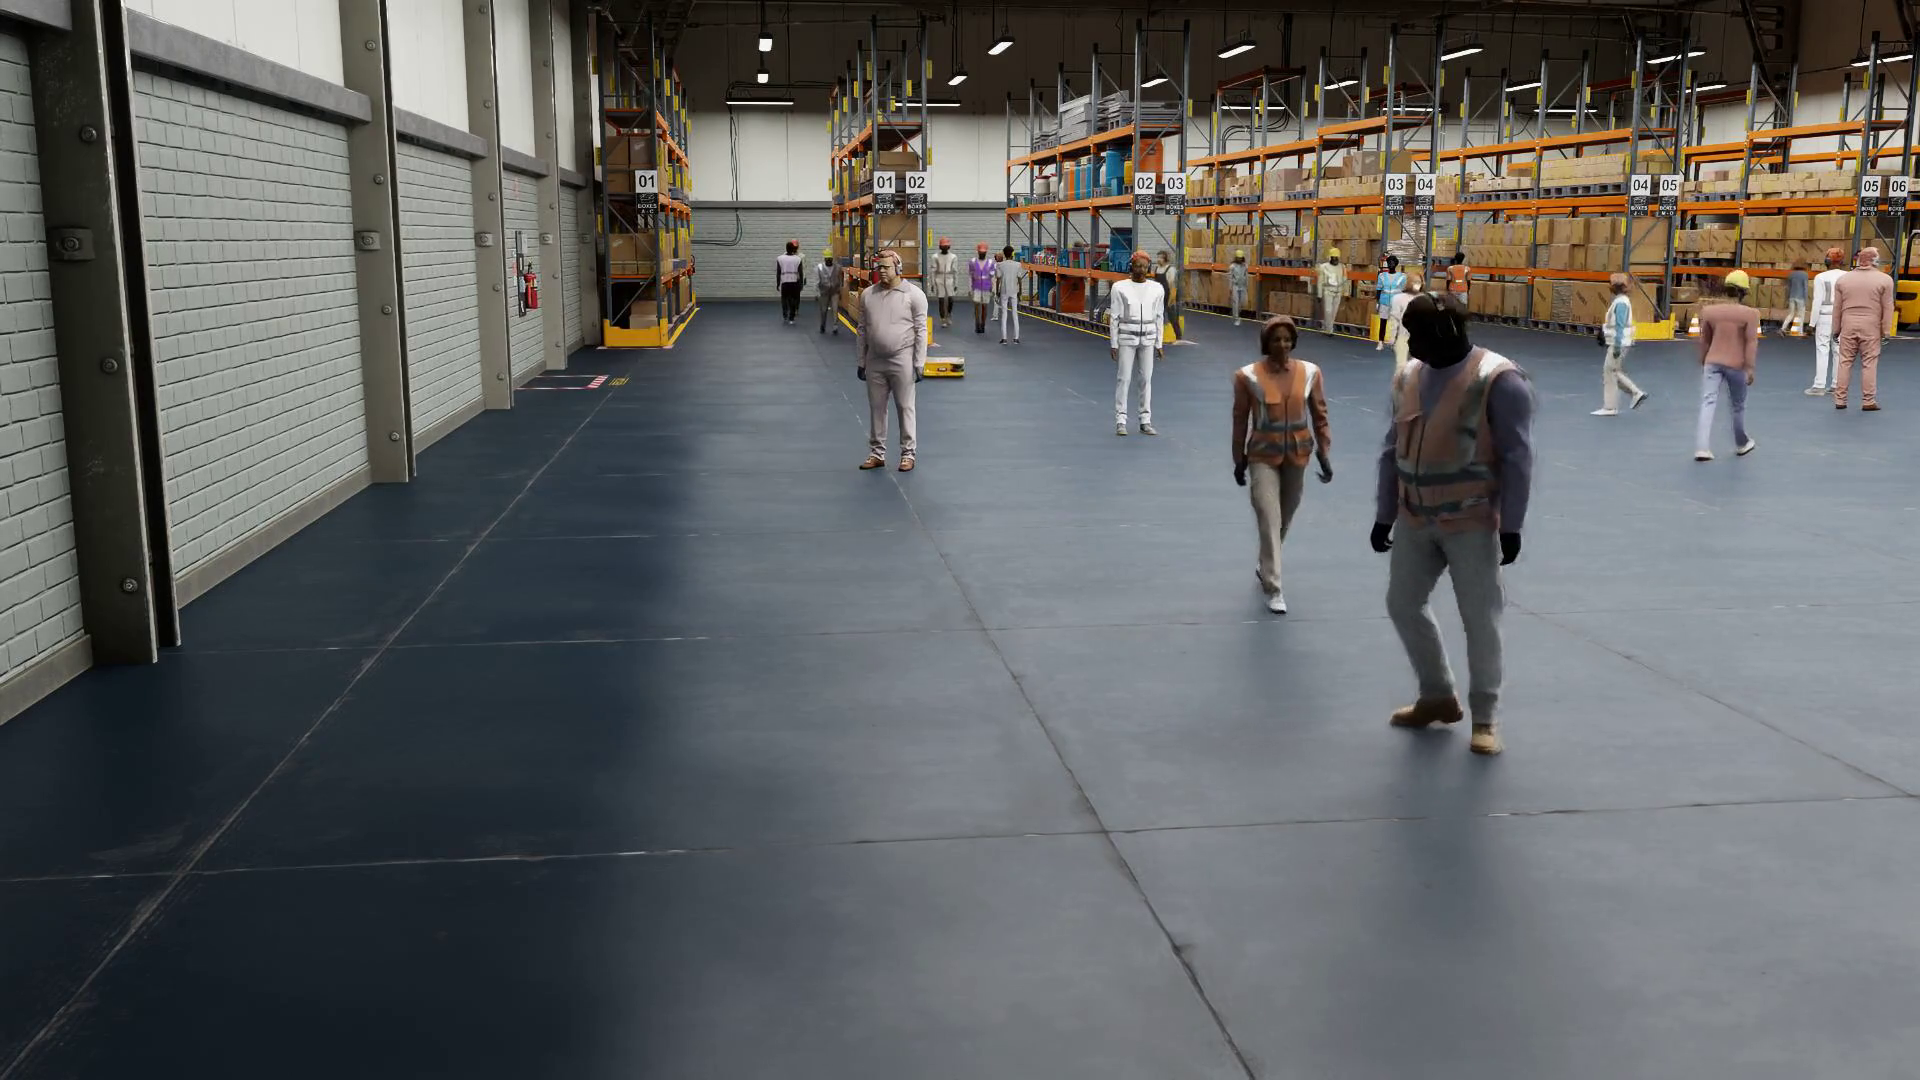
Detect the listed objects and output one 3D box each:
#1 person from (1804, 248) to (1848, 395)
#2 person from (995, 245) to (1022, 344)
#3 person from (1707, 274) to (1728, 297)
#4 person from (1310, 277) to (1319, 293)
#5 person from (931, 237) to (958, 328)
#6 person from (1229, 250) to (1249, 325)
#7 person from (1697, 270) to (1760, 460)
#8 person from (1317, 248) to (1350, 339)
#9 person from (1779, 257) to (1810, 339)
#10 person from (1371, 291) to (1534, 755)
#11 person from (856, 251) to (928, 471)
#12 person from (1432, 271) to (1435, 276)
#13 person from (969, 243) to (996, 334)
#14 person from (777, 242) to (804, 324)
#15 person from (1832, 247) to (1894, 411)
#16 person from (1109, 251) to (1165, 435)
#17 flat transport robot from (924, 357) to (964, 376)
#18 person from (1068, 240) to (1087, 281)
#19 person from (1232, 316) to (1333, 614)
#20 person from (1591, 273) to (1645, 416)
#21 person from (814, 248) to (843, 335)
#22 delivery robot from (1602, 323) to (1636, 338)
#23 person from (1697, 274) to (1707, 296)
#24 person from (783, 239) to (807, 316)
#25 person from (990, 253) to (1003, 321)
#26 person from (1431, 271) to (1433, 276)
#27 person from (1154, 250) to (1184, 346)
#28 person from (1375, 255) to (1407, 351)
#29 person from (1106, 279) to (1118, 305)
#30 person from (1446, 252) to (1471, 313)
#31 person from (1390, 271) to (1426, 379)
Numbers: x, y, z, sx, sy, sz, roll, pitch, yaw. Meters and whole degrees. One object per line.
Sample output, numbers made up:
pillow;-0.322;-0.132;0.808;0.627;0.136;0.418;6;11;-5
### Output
person;11.149;-2.789;21.317;0.572;1.883;0.354;-2;10;-10
person;0.922;-4.660;31.626;0.514;1.865;0.327;-1;10;-4
person;18.856;-6.426;41.262;0.650;1.884;0.787;-2;10;-9
person;9.046;-6.509;41.565;0.630;1.938;0.372;2;11;10
person;-0.343;-5.742;37.104;0.617;2.027;0.420;-1;10;-6
person;6.401;-5.777;38.114;0.501;1.727;0.358;-3;11;-16
person;7.020;-1.593;15.192;0.898;1.711;0.545;-10;14;-43
person;7.454;-4.872;32.983;0.594;1.798;0.803;-3;11;-17
person;16.617;-4.786;32.994;0.447;1.637;0.512;-4;11;-19
person;1.959;-0.072;6.646;0.433;1.816;0.682;-7;13;-35
person;-0.610;-1.548;14.450;0.655;1.906;0.407;4;11;21
person;14.334;-8.175;50.929;0.439;1.854;0.547;-3;11;-16
person;0.469;-5.269;34.905;0.563;1.879;0.996;0;10;0
person;-3.999;-6.046;39.136;0.636;1.890;0.779;-1;10;-7
person;10.586;-2.470;19.510;0.400;1.905;0.644;-10;14;-43
person;1.813;-2.012;17.058;0.576;1.882;0.351;-2;11;-10
flat transport robot;-0.267;-2.555;24.454;0.652;0.197;1.431;0;10;0
person;3.232;-7.367;46.306;0.661;1.917;0.702;-2;10;-10
person;1.766;-0.450;9.267;0.519;1.602;0.842;-1;10;-7
person;7.478;-2.205;18.810;0.473;1.621;0.532;4;11;20
person;-2.751;-5.182;34.702;0.605;1.798;0.811;-2;11;-11
delivery robot;12.173;-3.886;30.717;0.477;0.478;0.707;-1;10;-5
person;19.600;-6.872;43.548;0.639;1.941;1.054;0;10;0
person;-4.268;-6.749;42.812;0.657;1.951;0.949;0;10;-2
person;0.950;-6.142;40.365;0.513;1.641;0.307;-6;12;-28
person;13.801;-7.910;49.595;0.625;1.812;0.557;-4;11;-22
person;3.819;-4.478;30.853;0.989;1.797;0.520;-10;14;-42
person;7.643;-4.191;29.511;0.539;1.695;0.318;4;11;22
person;3.990;-6.551;42.397;0.542;1.721;0.916;-1;10;-5
person;10.807;-5.391;36.089;0.540;1.695;0.317;2;11;13
person;5.398;-2.406;19.908;0.514;1.621;0.435;0;10;1
